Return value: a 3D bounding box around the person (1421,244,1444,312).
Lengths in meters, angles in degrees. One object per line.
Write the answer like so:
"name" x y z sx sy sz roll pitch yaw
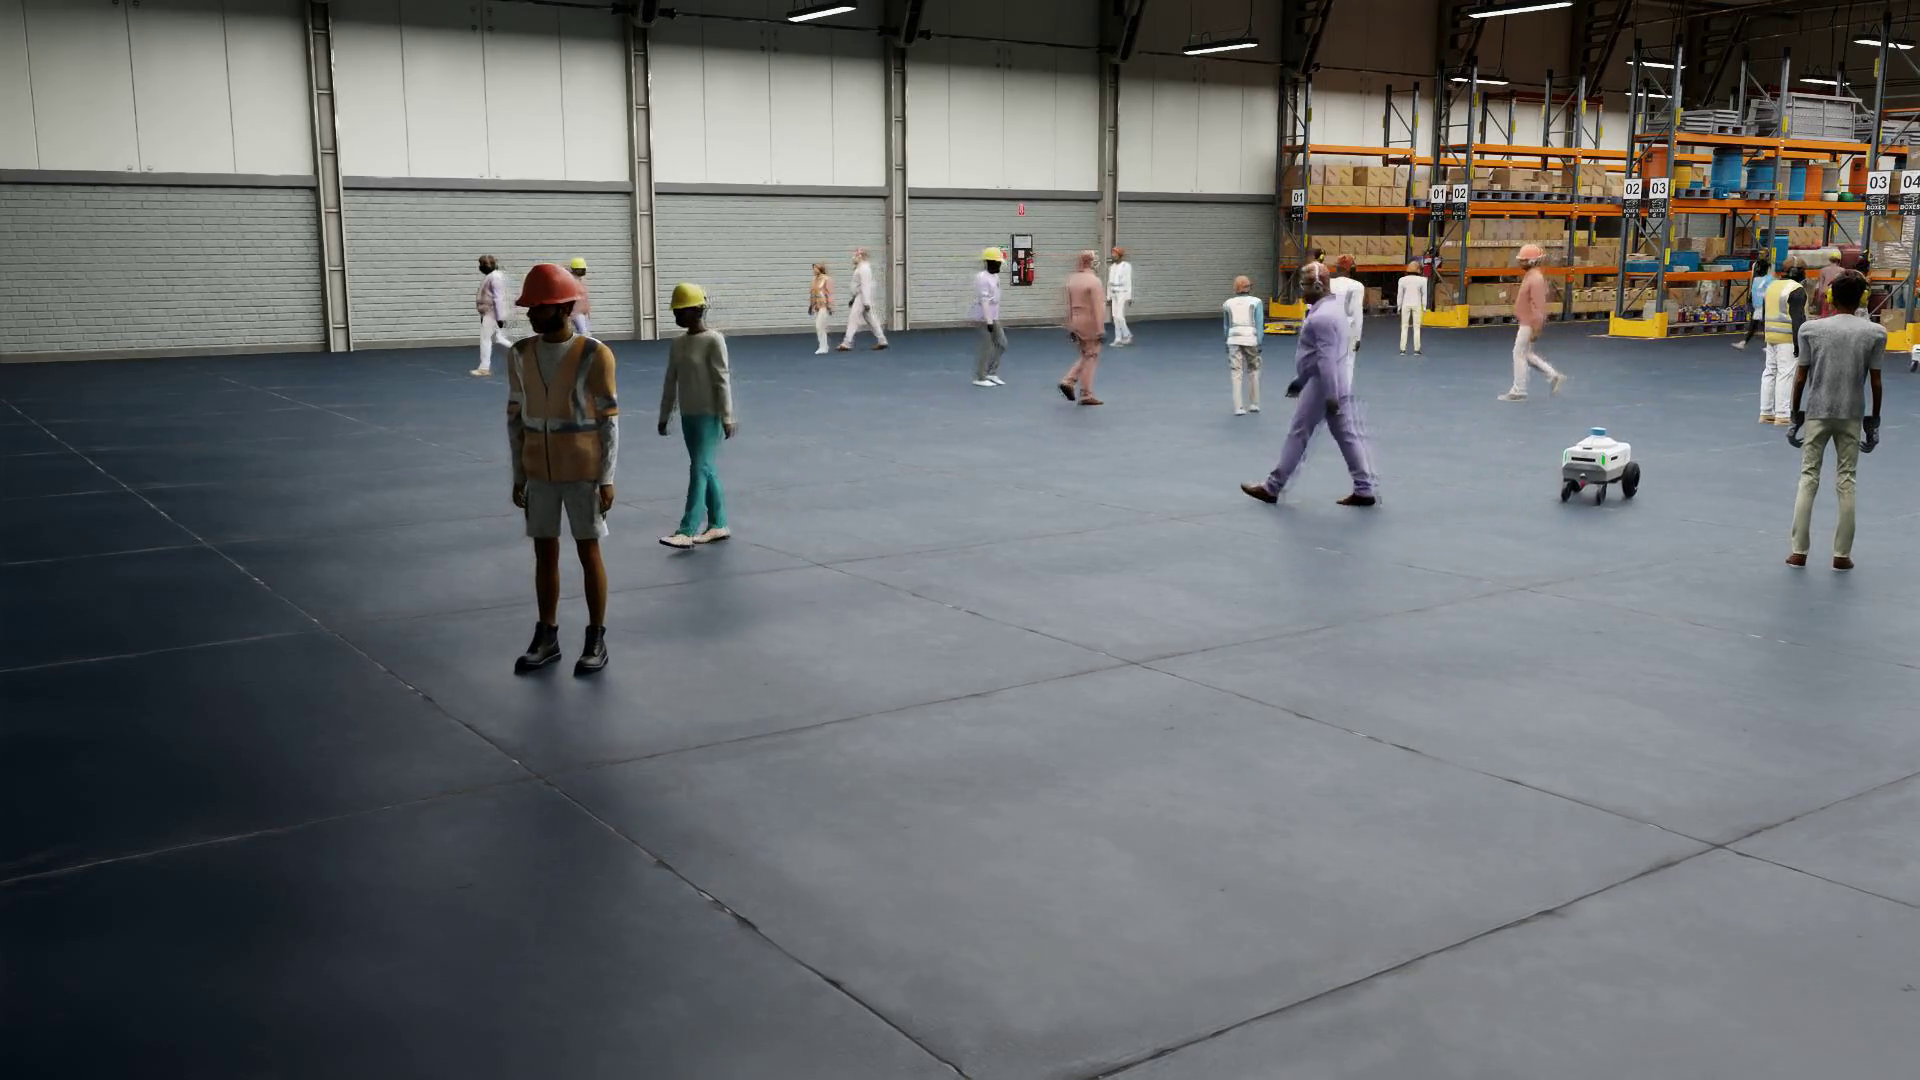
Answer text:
"person" 11.327 -6.163 40.002 0.956 1.884 0.605 -7 12 -34

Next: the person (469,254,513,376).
"person" -6.921 -3.369 24.865 0.833 1.810 0.616 -4 11 -20

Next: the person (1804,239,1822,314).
"person" 23.011 -7.049 44.574 1.068 1.989 0.621 -8 13 -38

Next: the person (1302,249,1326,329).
"person" 7.242 -4.992 33.761 0.872 1.815 0.539 -7 12 -33

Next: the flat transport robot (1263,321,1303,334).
"flat transport robot" 7.014 -4.542 35.512 0.652 0.197 1.431 6 12 31

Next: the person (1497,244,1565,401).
"person" 7.174 -2.705 20.773 0.718 1.975 0.625 3 11 14

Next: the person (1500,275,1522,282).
"person" 13.678 -6.384 41.367 0.403 1.825 0.603 -8 13 -36

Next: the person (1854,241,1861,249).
"person" 24.993 -7.374 46.469 0.616 1.952 0.904 9 13 39

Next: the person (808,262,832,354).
"person" -2.485 -4.050 29.110 0.519 1.620 0.540 -8 13 -38

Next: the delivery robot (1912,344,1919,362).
"delivery robot" 14.848 -2.876 25.327 0.707 0.478 0.477 -7 12 -30

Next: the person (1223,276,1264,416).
"person" 3.302 -2.262 19.373 0.513 1.585 0.756 4 11 22

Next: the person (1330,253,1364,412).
"person" 4.397 -2.390 19.339 0.596 1.867 0.542 10 14 43

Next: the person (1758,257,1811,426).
"person" 9.055 -2.175 18.235 0.429 1.839 0.634 -1 10 -6

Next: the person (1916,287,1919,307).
"person" 21.218 -5.477 36.523 0.689 1.782 0.407 -7 12 -33

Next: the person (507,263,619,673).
"person" -1.879 -0.325 7.834 0.547 1.934 0.376 3 11 14

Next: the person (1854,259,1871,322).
"person" 15.722 -4.058 29.021 0.891 1.649 0.545 -2 10 -10

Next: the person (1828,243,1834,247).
"person" 21.802 -6.470 41.593 0.755 1.909 0.554 -6 12 -30

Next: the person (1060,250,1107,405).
"person" 1.562 -2.592 20.357 0.462 1.898 0.639 -5 11 -23

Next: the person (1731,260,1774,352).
"person" 14.328 -4.203 29.859 0.887 1.641 0.548 0 10 -1

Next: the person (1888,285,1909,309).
"person" 21.516 -5.819 37.937 0.365 1.939 0.636 -9 13 -39

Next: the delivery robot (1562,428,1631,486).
"delivery robot" 5.014 -0.641 13.091 0.477 0.478 0.707 8 13 37

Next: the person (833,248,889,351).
"person" -1.771 -4.356 30.166 1.005 1.859 0.654 0 10 -2

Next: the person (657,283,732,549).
"person" -1.820 -0.810 10.988 0.551 1.738 0.711 10 14 43

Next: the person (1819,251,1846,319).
"person" 18.315 -5.179 34.963 0.401 1.752 0.523 -10 14 -44

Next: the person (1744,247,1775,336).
"person" 16.713 -5.186 34.725 0.345 1.846 0.508 -7 13 -35

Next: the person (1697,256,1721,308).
"person" 17.421 -5.802 38.761 0.750 1.614 0.526 -8 13 -39

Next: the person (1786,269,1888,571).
"person" 5.404 -0.733 10.283 0.508 1.863 0.312 5 11 26

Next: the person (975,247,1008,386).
"person" 0.440 -3.052 22.839 0.540 1.906 0.621 4 11 19

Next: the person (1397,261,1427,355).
"person" 7.914 -4.060 29.133 0.507 1.632 0.275 4 11 19

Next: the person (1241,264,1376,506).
"person" 2.729 -1.172 12.723 1.032 1.844 0.652 5 11 24

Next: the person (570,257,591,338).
"person" -5.934 -3.496 25.720 0.620 1.744 0.532 3 11 14

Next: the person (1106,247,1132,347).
"person" 2.957 -4.544 31.125 0.420 1.870 0.619 -7 12 -34
